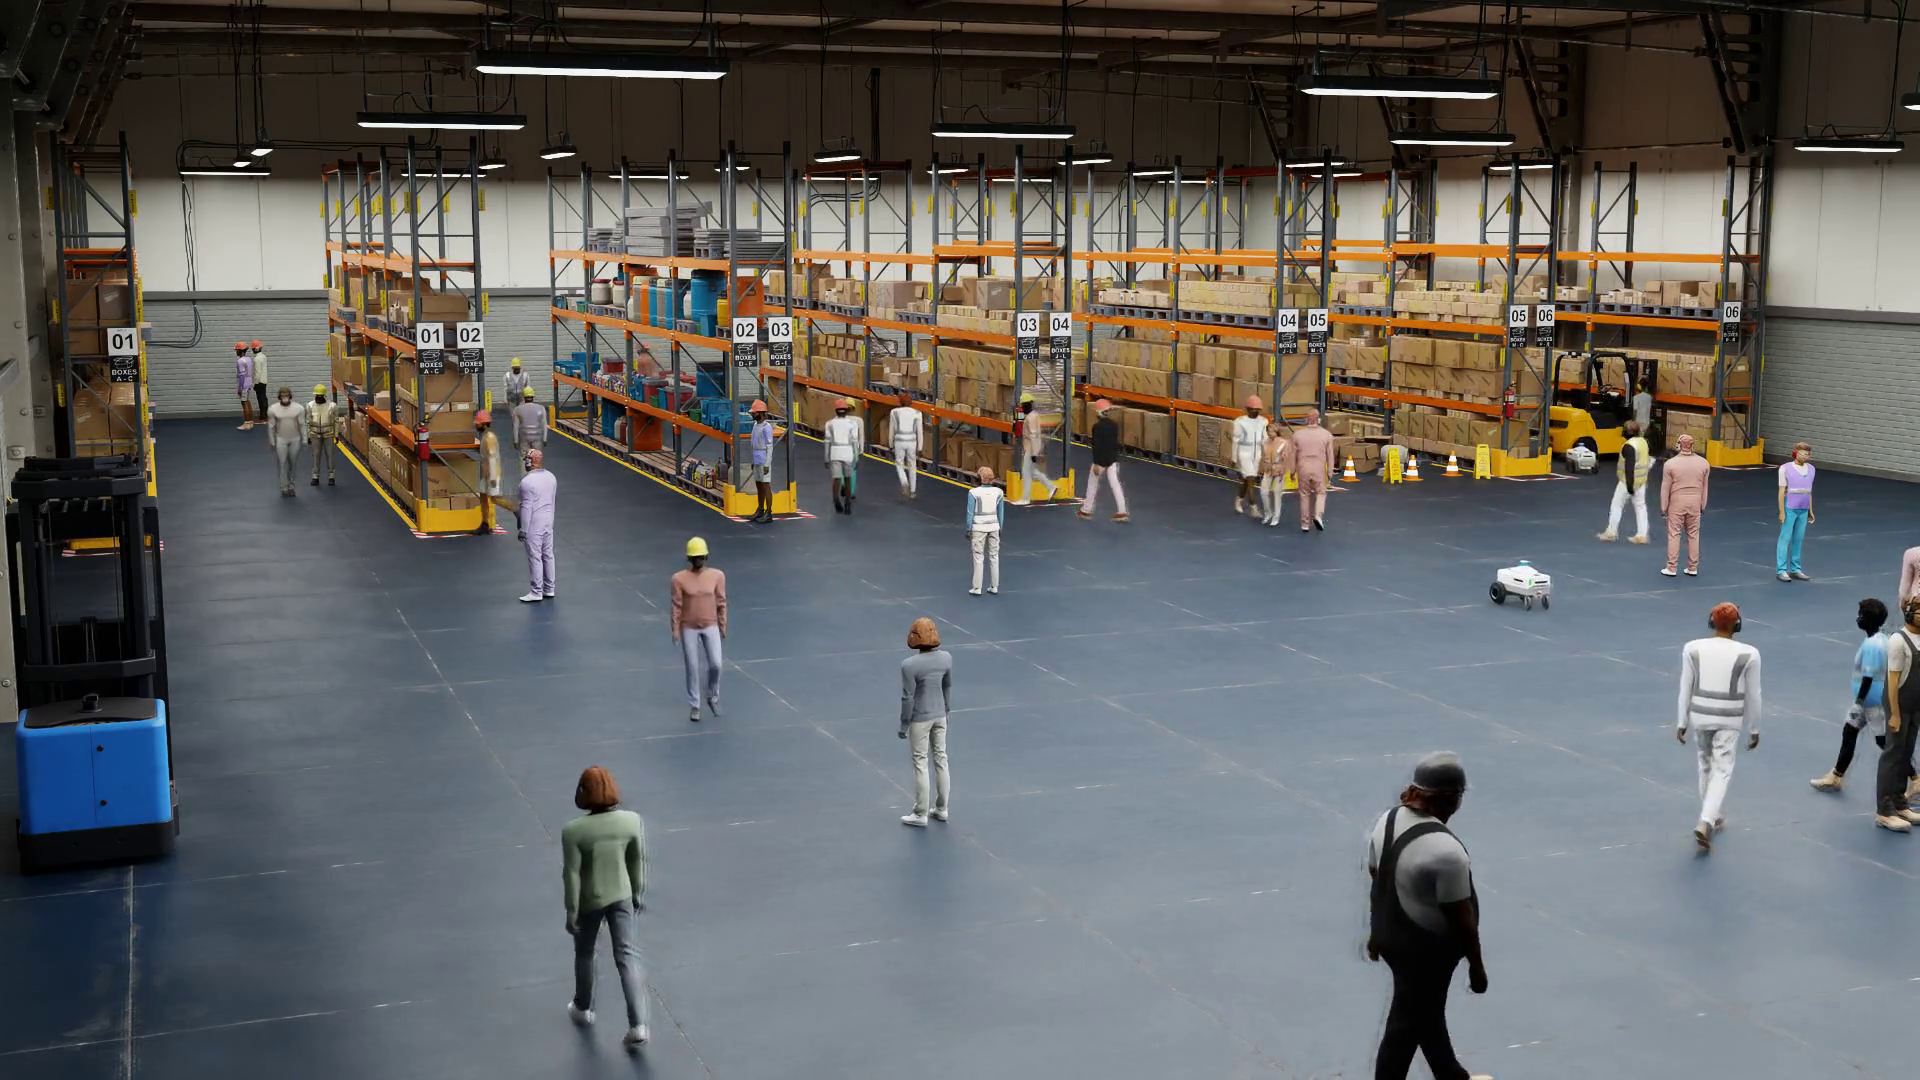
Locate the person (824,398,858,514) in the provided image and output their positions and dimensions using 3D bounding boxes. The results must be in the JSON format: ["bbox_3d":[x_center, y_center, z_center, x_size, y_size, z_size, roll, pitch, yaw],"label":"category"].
[{"bbox_3d":[-1.929,-1.343,33.944,0.546,1.912,0.751,0,9,1],"label":"person"}]

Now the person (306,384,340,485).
[{"bbox_3d":[-11.551,-1.911,37.950,0.591,1.829,0.404,-1,9,-7],"label":"person"}]

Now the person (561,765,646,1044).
[{"bbox_3d":[-2.046,2.085,12.073,0.509,1.593,0.858,-5,10,-31],"label":"person"}]

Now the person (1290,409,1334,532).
[{"bbox_3d":[5.379,-1.058,32.046,0.671,1.895,0.505,2,9,12],"label":"person"}]

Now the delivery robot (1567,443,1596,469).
[{"bbox_3d":[11.849,-1.601,39.944,0.477,0.478,0.707,-1,8,-4],"label":"delivery robot"}]

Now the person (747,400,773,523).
[{"bbox_3d":[-3.162,-1.245,33.143,0.361,1.939,0.543,-5,10,-31],"label":"person"}]

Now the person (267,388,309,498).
[{"bbox_3d":[-11.570,-1.669,36.102,0.652,1.893,0.961,-4,9,-23],"label":"person"}]

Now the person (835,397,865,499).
[{"bbox_3d":[-1.905,-1.581,36.010,0.542,1.751,0.361,0,9,0],"label":"person"}]

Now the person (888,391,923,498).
[{"bbox_3d":[-0.920,-1.624,35.914,0.609,1.864,0.715,-1,9,-9],"label":"person"}]

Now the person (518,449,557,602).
[{"bbox_3d":[-5.319,-0.189,26.206,0.406,1.911,0.639,4,9,24],"label":"person"}]

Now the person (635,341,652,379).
[{"bbox_3d":[-7.485,-3.694,49.308,0.446,1.981,0.643,4,10,28],"label":"person"}]

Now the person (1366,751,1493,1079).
[{"bbox_3d":[2.498,2.073,10.831,0.937,2.000,0.700,-2,9,-16],"label":"person"}]

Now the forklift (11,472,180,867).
[{"bbox_3d":[-6.630,0.886,15.957,1.129,2.768,1.873,-3,9,-21],"label":"forklift"}]

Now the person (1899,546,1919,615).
[{"bbox_3d":[9.806,0.634,21.222,0.555,1.748,0.587,6,10,33],"label":"person"}]

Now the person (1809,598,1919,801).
[{"bbox_3d":[7.514,1.295,17.144,0.877,1.653,0.542,4,9,23],"label":"person"}]

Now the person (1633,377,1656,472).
[{"bbox_3d":[12.860,-2.145,39.446,0.539,1.850,0.584,-6,11,-36],"label":"person"}]

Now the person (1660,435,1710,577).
[{"bbox_3d":[9.703,-0.466,28.107,0.636,1.899,0.402,0,9,-2],"label":"person"}]

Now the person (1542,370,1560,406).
[{"bbox_3d":[12.197,-2.647,43.166,0.414,1.722,0.519,-4,9,-26],"label":"person"}]

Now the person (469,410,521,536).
[{"bbox_3d":[-7.033,-1.025,31.822,0.811,1.911,0.557,-3,9,-19],"label":"person"}]

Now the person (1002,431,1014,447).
[{"bbox_3d":[1.004,-2.799,43.632,0.613,1.901,0.463,-2,9,-10],"label":"person"}]

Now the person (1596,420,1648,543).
[{"bbox_3d":[9.870,-0.872,31.079,0.833,1.809,0.623,8,12,44],"label":"person"}]

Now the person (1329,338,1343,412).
[{"bbox_3d":[9.200,-3.979,51.386,0.551,1.934,0.362,-2,9,-15],"label":"person"}]

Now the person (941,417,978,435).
[{"bbox_3d":[-0.018,-3.232,46.536,0.980,1.894,0.640,2,9,12],"label":"person"}]

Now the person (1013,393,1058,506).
[{"bbox_3d":[1.274,-1.528,35.179,0.668,1.896,0.611,1,9,9],"label":"person"}]

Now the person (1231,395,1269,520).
[{"bbox_3d":[4.669,-1.362,33.811,0.615,1.985,1.072,-3,9,-21],"label":"person"}]

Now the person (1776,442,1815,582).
[{"bbox_3d":[11.058,-0.383,27.734,0.563,1.837,0.389,-4,9,-23],"label":"person"}]

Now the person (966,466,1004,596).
[{"bbox_3d":[0.325,-0.117,26.654,0.519,1.633,0.312,-4,9,-25],"label":"person"}]

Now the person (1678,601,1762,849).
[{"bbox_3d":[5.737,1.394,15.887,0.587,1.852,0.924,6,10,34],"label":"person"}]

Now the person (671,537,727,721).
[{"bbox_3d":[-2.473,0.842,19.851,0.537,1.755,0.364,-2,9,-12],"label":"person"}]

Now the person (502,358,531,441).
[{"bbox_3d":[-9.662,-3.058,45.641,0.607,1.812,0.565,-1,9,-10],"label":"person"}]

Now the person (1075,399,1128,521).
[{"bbox_3d":[2.298,-1.271,33.324,0.640,1.944,1.018,-8,12,-43],"label":"person"}]

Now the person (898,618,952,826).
[{"bbox_3d":[-0.272,1.416,16.416,0.497,1.633,0.284,-8,11,-41],"label":"person"}]

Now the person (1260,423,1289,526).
[{"bbox_3d":[4.899,-1.021,32.713,0.511,1.622,0.397,6,10,34],"label":"person"}]

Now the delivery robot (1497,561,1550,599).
[{"bbox_3d":[6.977,0.500,25.918,0.477,0.478,0.707,-3,10,-21],"label":"delivery robot"}]

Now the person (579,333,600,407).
[{"bbox_3d":[-9.600,-4.418,54.211,0.613,1.962,0.362,7,11,38],"label":"person"}]

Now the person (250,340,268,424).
[{"bbox_3d":[-16.608,-3.749,49.648,0.376,1.996,0.612,-1,9,-4],"label":"person"}]

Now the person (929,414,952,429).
[{"bbox_3d":[-0.480,-3.211,47.320,0.521,1.611,0.714,-6,11,-37],"label":"person"}]

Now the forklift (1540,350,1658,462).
[{"bbox_3d":[12.897,-2.725,42.309,2.313,2.155,1.214,-3,9,-21],"label":"forklift"}]

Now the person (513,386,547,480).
[{"bbox_3d":[-7.663,-1.821,37.343,0.595,1.831,0.404,-3,9,-18],"label":"person"}]

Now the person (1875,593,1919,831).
[{"bbox_3d":[7.389,1.323,16.336,0.506,1.846,0.351,-7,11,-40],"label":"person"}]

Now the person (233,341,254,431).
[{"bbox_3d":[-16.473,-3.542,48.115,0.372,2.042,0.615,0,9,-1],"label":"person"}]
